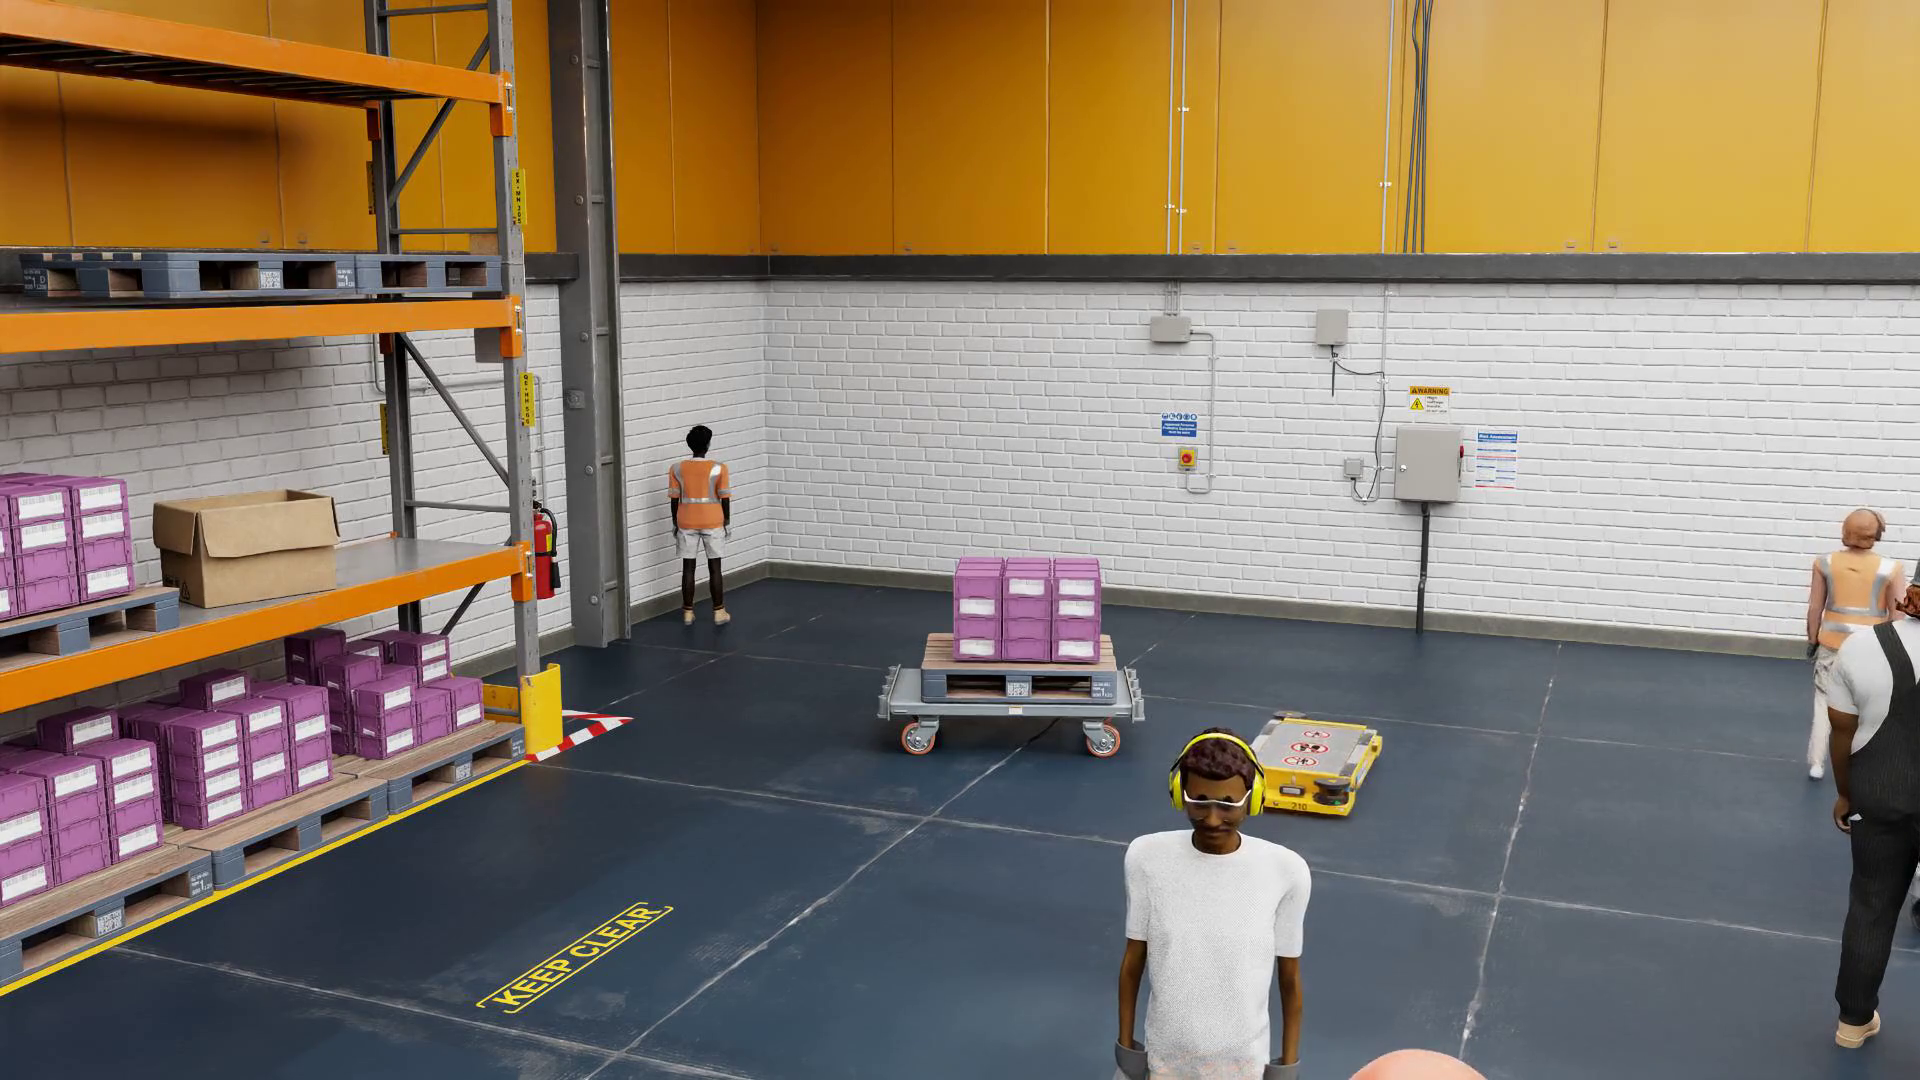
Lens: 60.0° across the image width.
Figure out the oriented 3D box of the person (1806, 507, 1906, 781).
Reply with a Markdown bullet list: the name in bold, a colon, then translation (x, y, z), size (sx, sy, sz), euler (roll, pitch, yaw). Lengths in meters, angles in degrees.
- **person**: translation (5.206, 0.628, 9.690), size (0.516, 1.638, 0.311), euler (9, 13, 44)

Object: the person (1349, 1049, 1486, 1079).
- **person**: translation (0.624, 1.660, 2.365), size (0.621, 1.992, 0.393), euler (8, 12, 40)

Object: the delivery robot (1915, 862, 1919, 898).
- **delivery robot**: translation (4.662, 1.488, 7.472), size (0.707, 0.478, 0.477), euler (-4, 10, -23)

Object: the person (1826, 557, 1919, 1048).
- **person**: translation (3.683, 0.986, 6.311), size (0.539, 2.000, 0.689), euler (-8, 12, -41)

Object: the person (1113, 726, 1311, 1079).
- **person**: translation (0.643, 1.397, 4.356), size (0.507, 1.865, 0.329), euler (2, 10, 12)

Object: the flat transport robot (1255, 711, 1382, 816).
- **flat transport robot**: translation (2.062, 1.293, 9.796), size (0.652, 0.197, 1.431), euler (4, 10, 21)

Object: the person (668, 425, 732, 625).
- **person**: translation (-2.190, -0.122, 14.063), size (0.538, 1.695, 0.320), euler (1, 9, 5)
